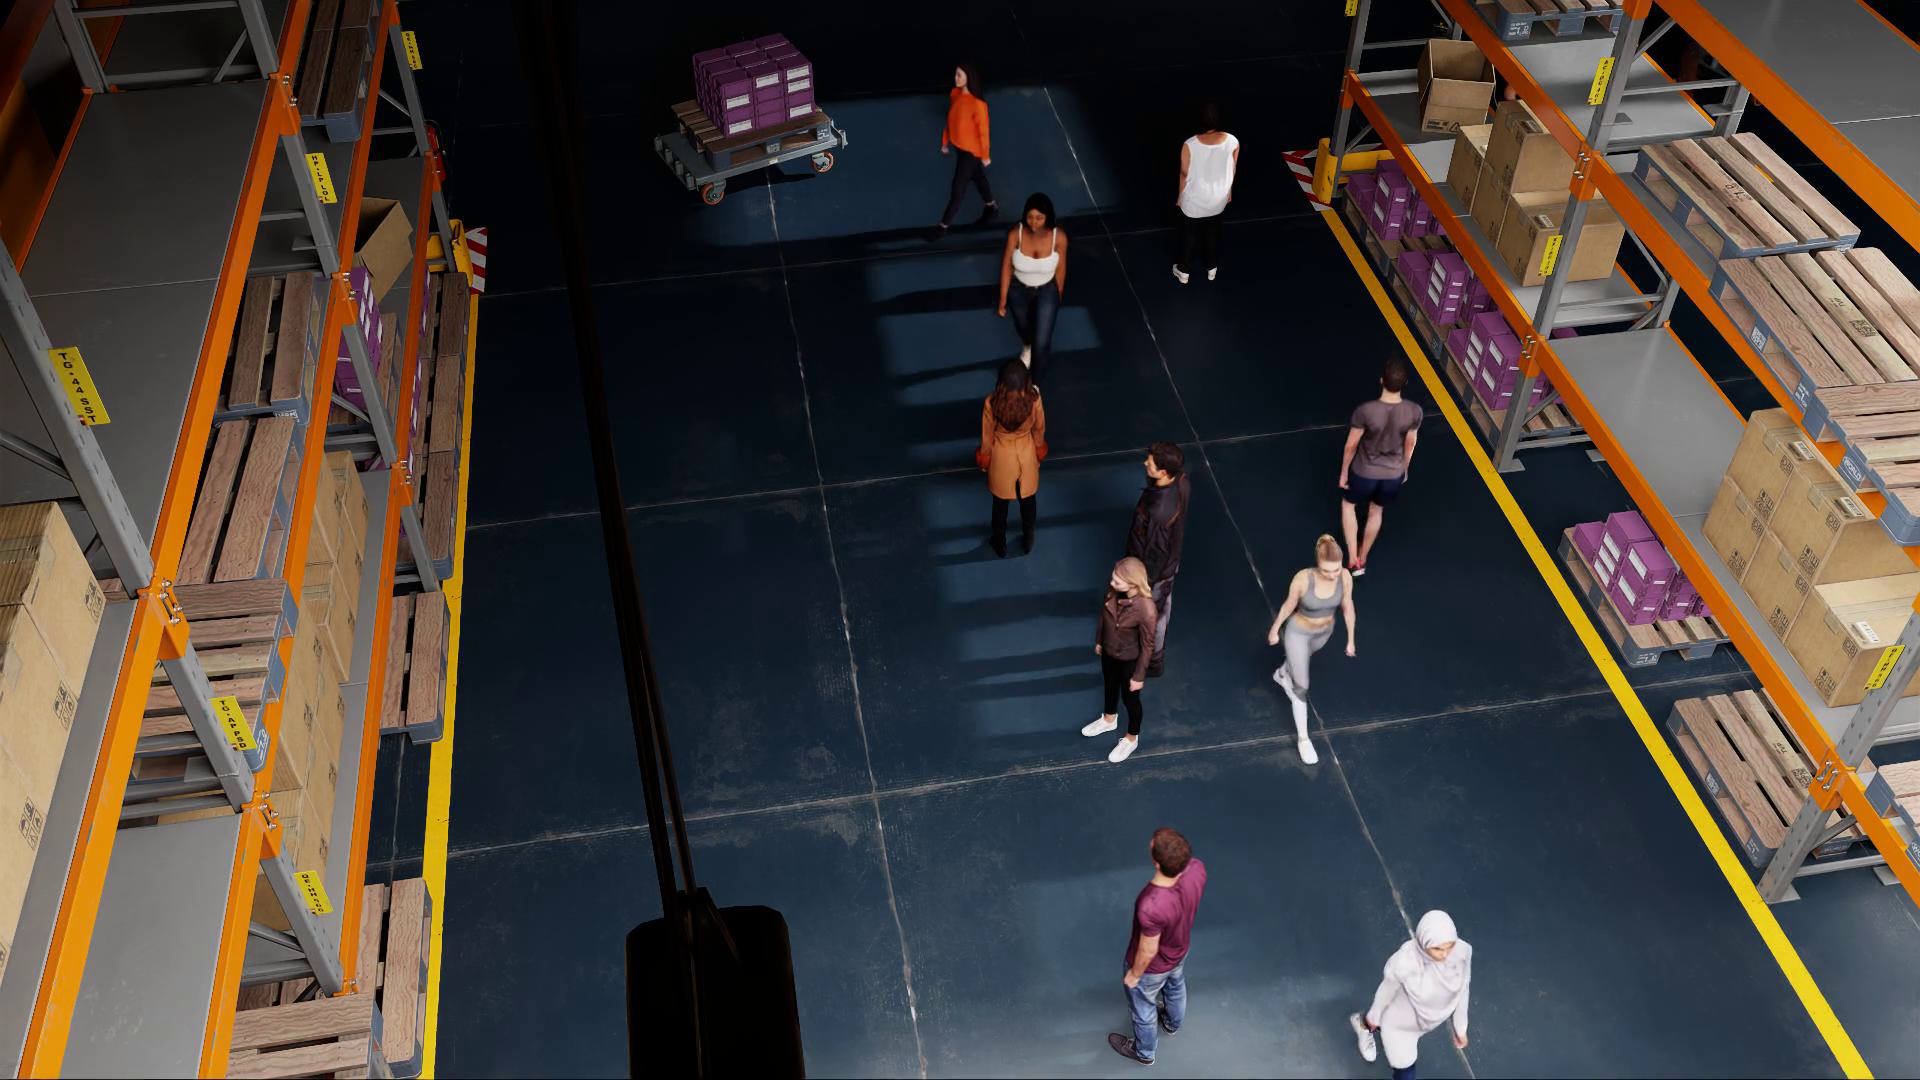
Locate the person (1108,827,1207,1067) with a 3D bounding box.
[{"bbox_3d":[1.050,2.140,8.748,0.757,1.851,0.733,32,52,29],"label":"person"}]

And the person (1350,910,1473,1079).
[{"bbox_3d":[2.302,2.385,8.571,0.730,1.740,1.182,-12,45,-13],"label":"person"}]

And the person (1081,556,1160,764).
[{"bbox_3d":[1.029,0.706,10.359,0.729,1.705,0.582,-25,49,-24],"label":"person"}]

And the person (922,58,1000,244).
[{"bbox_3d":[0.149,-3.470,14.743,0.953,1.704,1.122,-23,48,-22],"label":"person"}]

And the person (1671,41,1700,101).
[{"bbox_3d":[6.469,-3.825,15.219,0.631,1.561,0.628,-25,49,-24],"label":"person"}]

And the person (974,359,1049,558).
[{"bbox_3d":[0.370,-0.561,11.690,0.694,1.703,0.605,-4,44,-4],"label":"person"}]

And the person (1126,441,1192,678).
[{"bbox_3d":[1.280,0.117,10.803,0.840,1.946,0.684,9,44,10],"label":"person"}]

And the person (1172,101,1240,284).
[{"bbox_3d":[2.078,-2.985,14.246,0.653,1.687,0.606,-5,44,-6],"label":"person"}]

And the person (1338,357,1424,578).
[{"bbox_3d":[2.870,-0.412,11.435,0.748,1.839,0.879,2,44,2],"label":"person"}]

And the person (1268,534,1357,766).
[{"bbox_3d":[2.187,0.539,10.569,0.702,1.657,1.105,-11,45,-12],"label":"person"}]

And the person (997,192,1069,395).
[{"bbox_3d":[0.582,-2.001,13.162,0.945,1.759,1.252,9,44,9],"label":"person"}]
